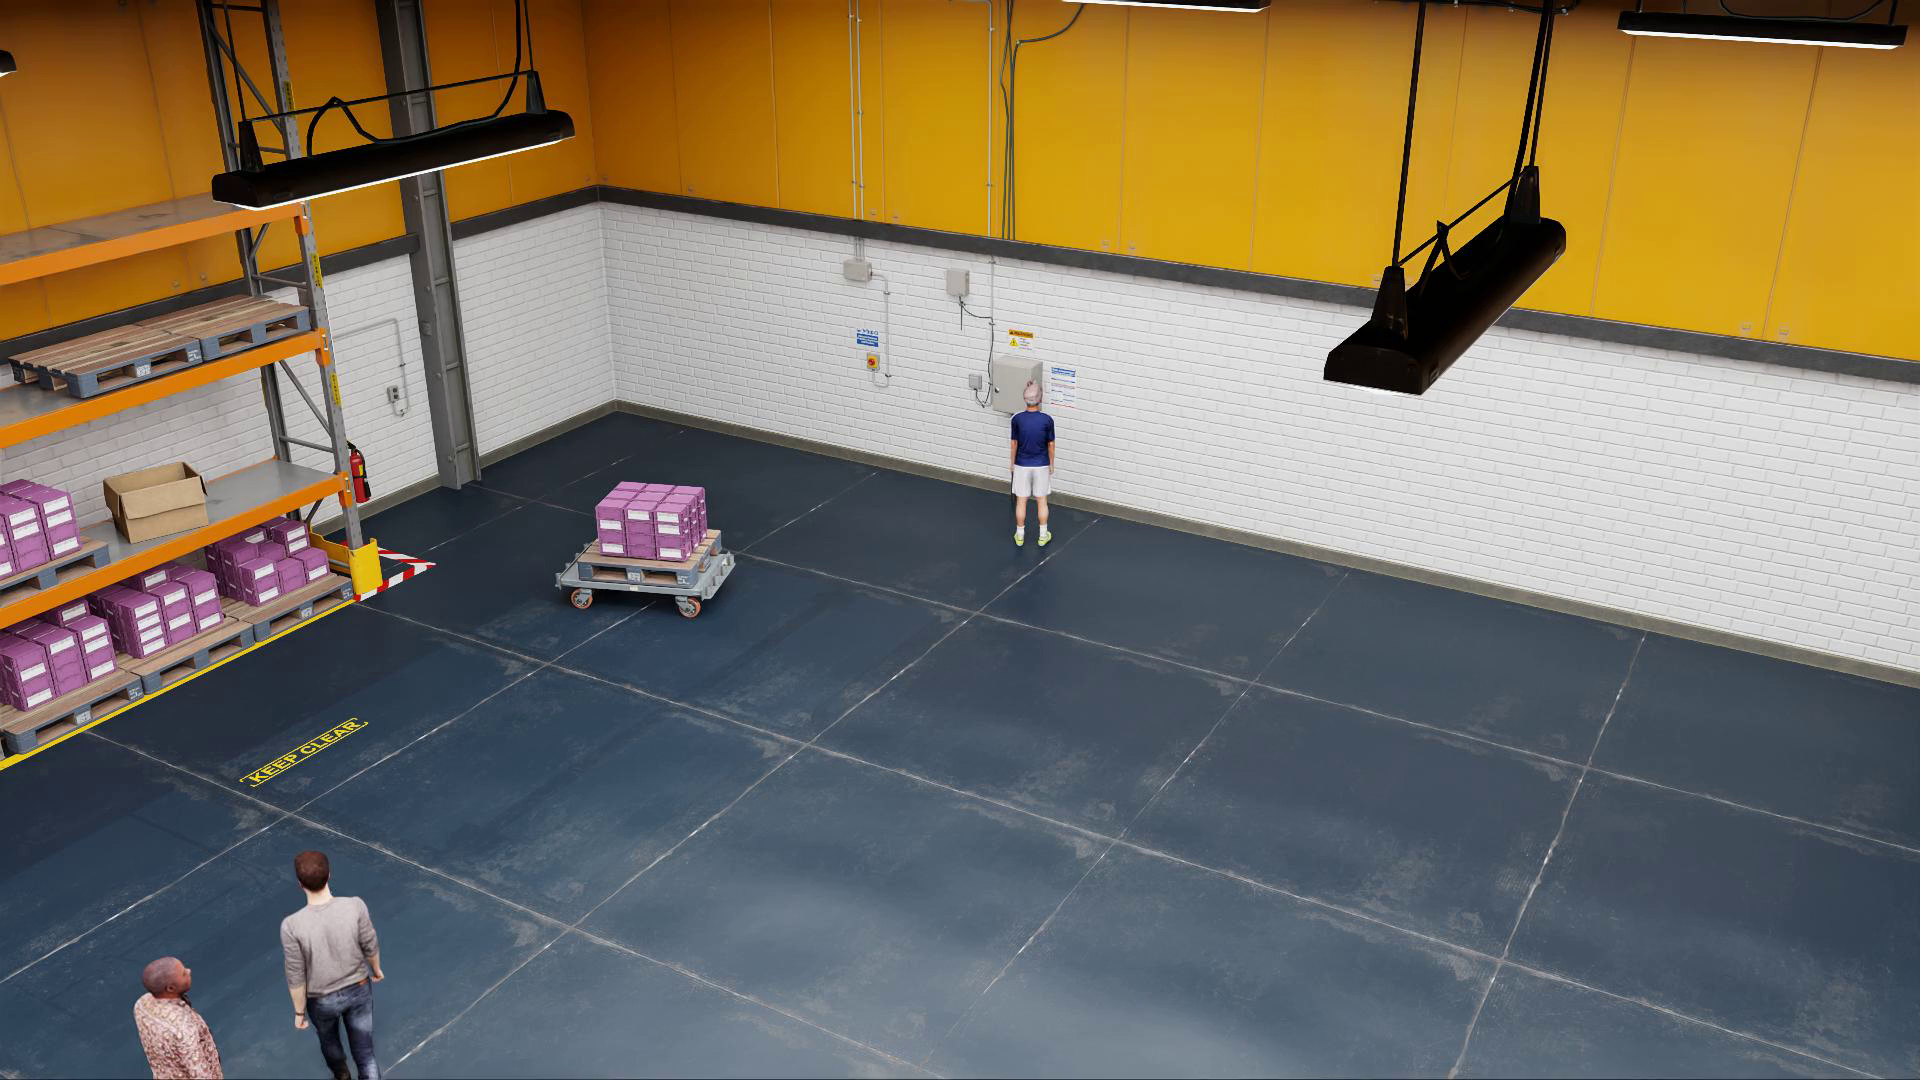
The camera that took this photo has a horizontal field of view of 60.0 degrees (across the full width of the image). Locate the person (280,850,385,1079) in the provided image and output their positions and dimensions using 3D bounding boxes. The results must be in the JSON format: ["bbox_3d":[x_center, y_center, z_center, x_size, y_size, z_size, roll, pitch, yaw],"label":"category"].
[{"bbox_3d":[-3.672,2.763,9.907,1.248,1.853,1.172,-13,27,-26],"label":"person"}]

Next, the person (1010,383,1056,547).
[{"bbox_3d":[0.783,-0.824,18.133,0.717,1.837,0.700,2,24,4],"label":"person"}]

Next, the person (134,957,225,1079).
[{"bbox_3d":[-4.285,3.083,9.231,0.694,1.808,0.605,16,28,32],"label":"person"}]
